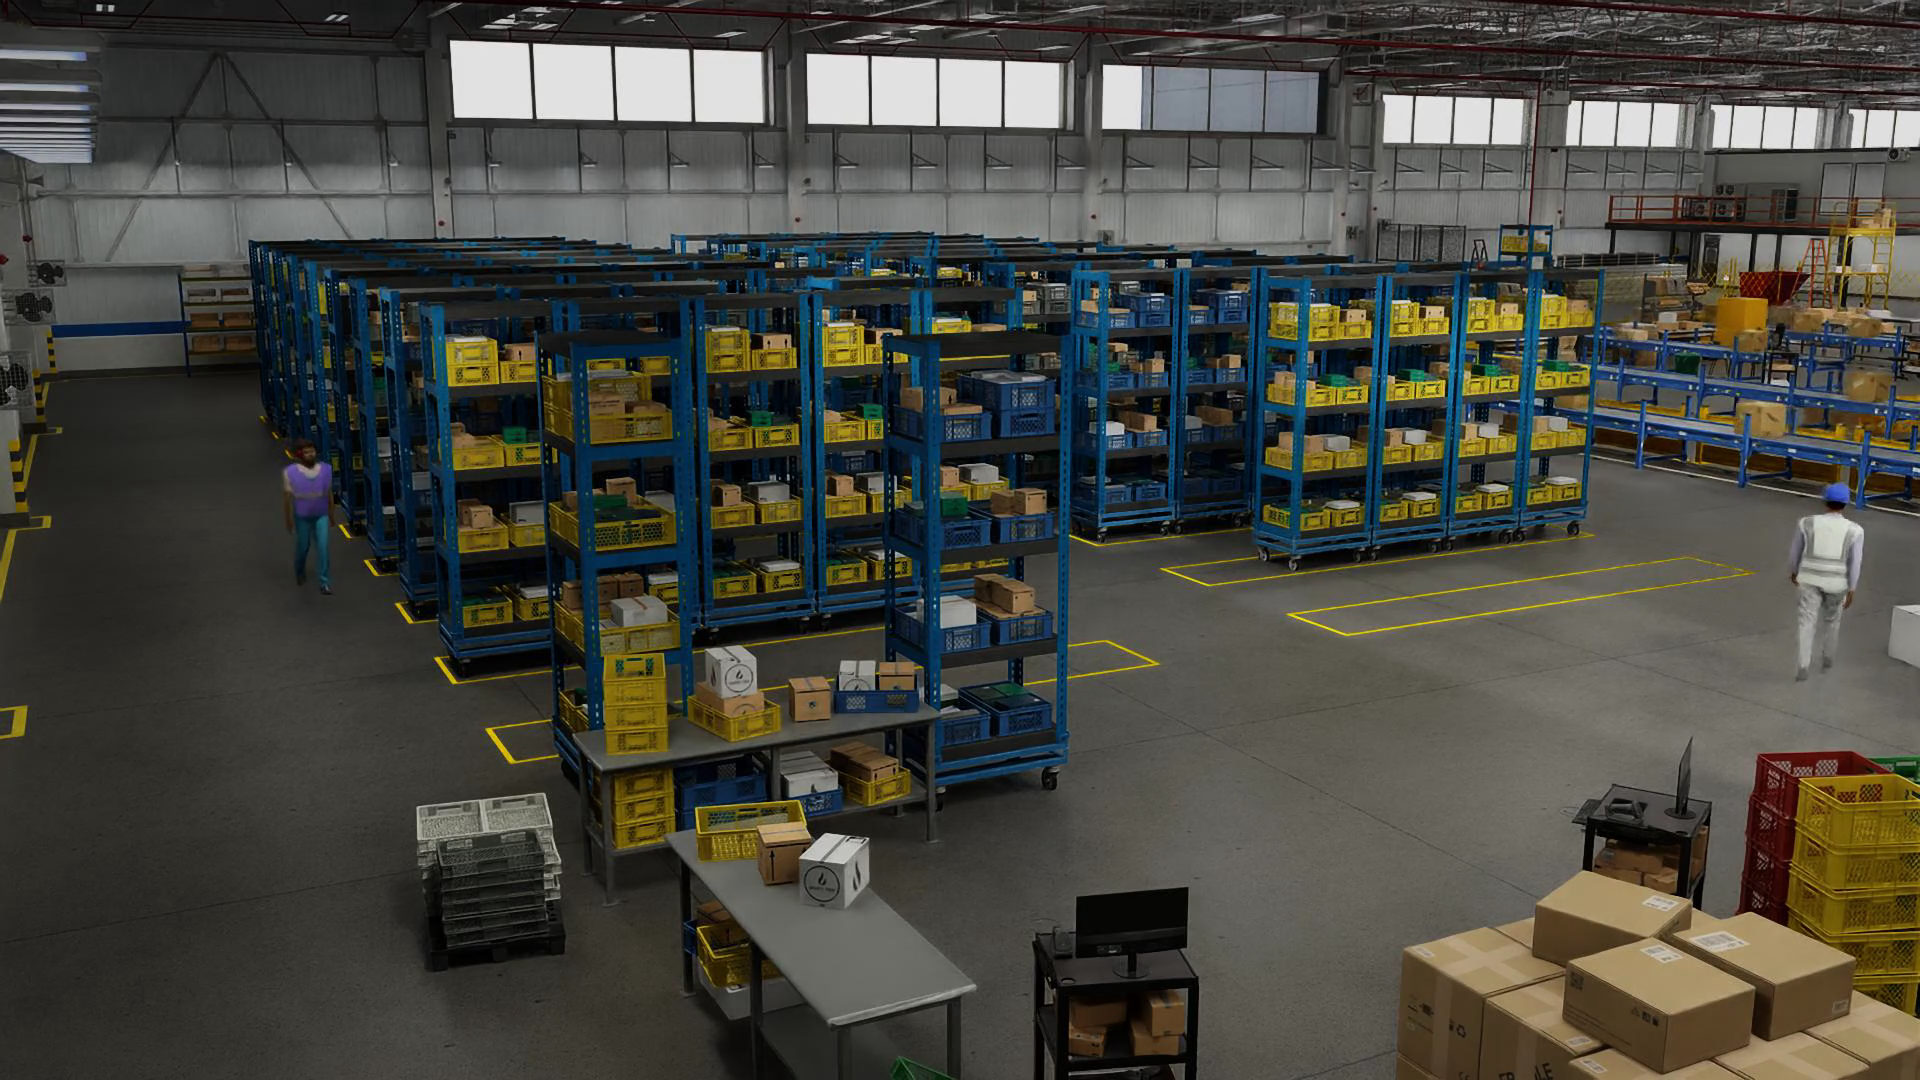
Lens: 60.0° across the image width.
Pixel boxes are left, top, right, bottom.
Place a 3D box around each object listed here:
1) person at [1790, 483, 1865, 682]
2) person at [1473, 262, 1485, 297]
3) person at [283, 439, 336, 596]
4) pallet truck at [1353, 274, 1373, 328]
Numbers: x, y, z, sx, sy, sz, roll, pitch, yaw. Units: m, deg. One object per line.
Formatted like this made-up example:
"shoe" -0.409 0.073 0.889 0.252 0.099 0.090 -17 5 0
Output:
"person" 8.322 0.392 16.030 0.604 1.892 1.033 7 14 28
"person" 18.145 -8.693 58.197 0.694 2.014 0.635 11 16 41
"person" -7.586 -0.296 19.384 0.575 1.826 0.781 -9 15 -36
"pallet truck" 13.011 -8.050 55.243 0.823 1.965 1.885 -7 14 -28
